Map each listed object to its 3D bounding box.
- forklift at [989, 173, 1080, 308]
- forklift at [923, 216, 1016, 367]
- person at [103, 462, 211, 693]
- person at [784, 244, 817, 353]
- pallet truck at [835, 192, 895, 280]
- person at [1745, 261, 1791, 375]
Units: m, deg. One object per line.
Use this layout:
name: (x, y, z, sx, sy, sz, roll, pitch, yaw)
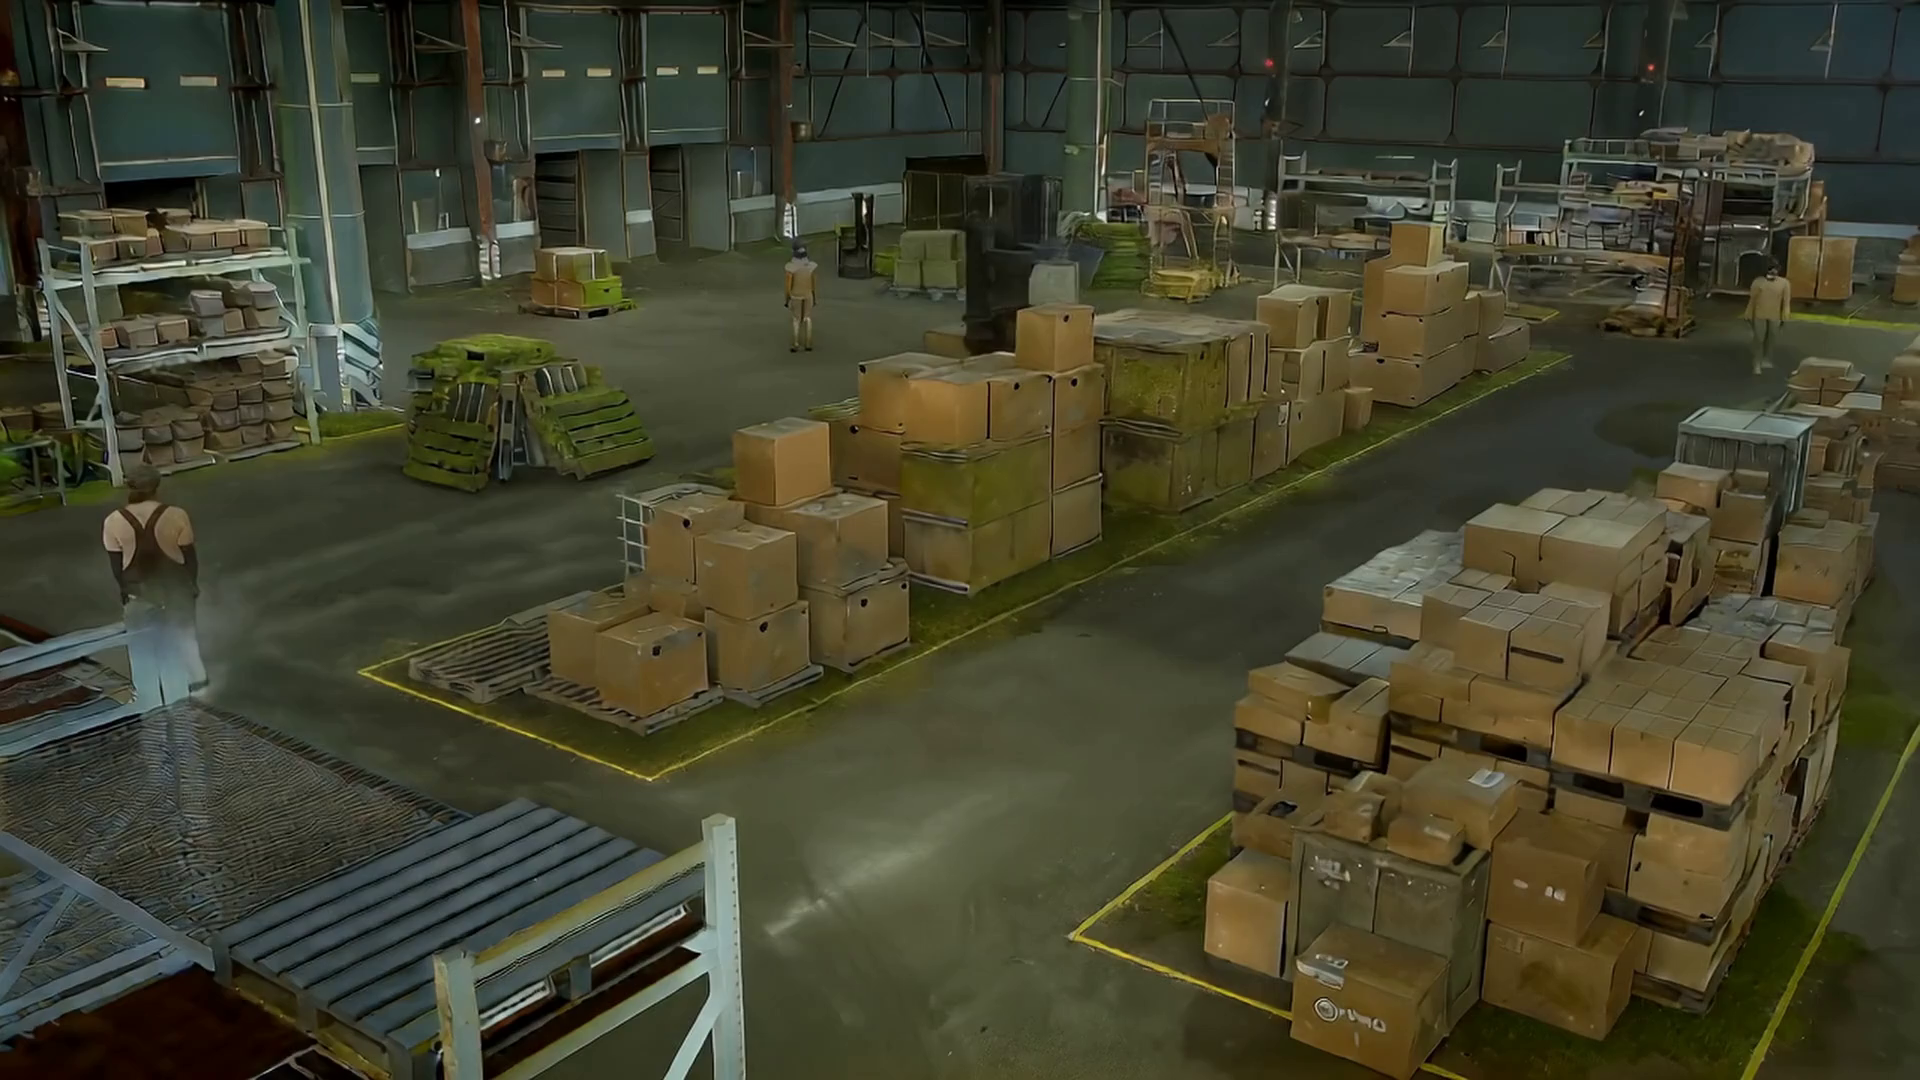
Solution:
forklift: (1.437, -5.885, 33.261, 1.873, 2.768, 1.129, 3, 17, 10)
forklift: (0.439, -3.495, 25.346, 1.873, 2.768, 1.129, 12, 21, 35)
person: (-6.806, 0.328, 14.117, 0.677, 2.000, 0.536, -5, 17, -15)
person: (-2.842, -4.309, 29.674, 0.636, 1.929, 0.385, -9, 19, -27)
pallet truck: (-1.936, -7.159, 38.982, 1.885, 1.965, 0.823, -12, 21, -34)
person: (13.536, -3.761, 27.936, 0.673, 1.899, 0.753, 1, 17, 2)
